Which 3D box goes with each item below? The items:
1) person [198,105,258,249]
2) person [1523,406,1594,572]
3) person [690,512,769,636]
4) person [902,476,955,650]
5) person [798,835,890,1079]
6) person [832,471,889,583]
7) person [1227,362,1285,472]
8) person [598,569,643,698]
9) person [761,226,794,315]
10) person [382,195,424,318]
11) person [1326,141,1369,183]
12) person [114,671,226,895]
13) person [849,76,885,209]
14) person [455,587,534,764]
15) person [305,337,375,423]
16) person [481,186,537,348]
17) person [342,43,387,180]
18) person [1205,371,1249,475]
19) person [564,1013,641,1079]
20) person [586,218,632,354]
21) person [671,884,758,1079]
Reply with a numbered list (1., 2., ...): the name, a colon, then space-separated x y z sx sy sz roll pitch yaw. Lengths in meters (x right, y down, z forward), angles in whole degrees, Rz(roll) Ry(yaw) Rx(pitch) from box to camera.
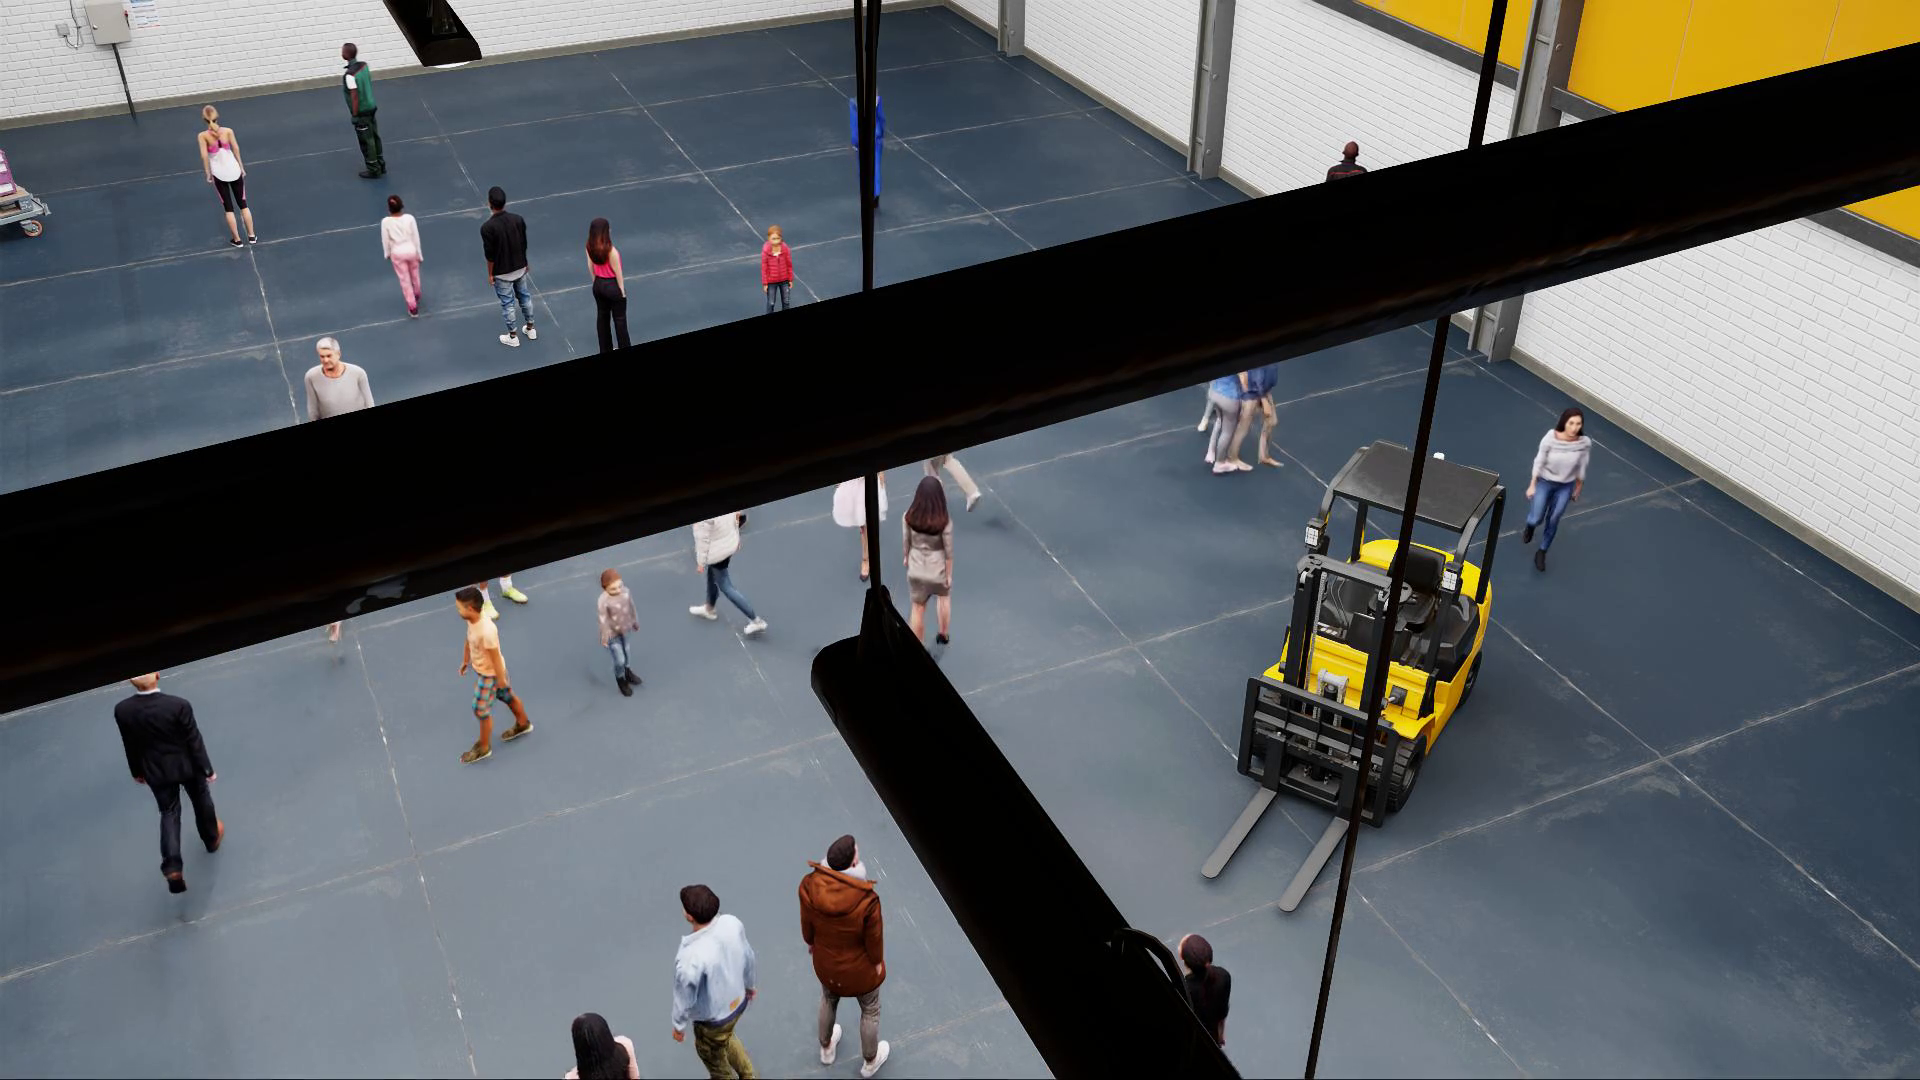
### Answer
1. person: -9.088 -4.511 20.613 0.642 1.787 0.574 -21 39 -29
2. person: 5.246 -0.507 14.738 0.798 1.622 0.864 5 34 7
3. person: -1.947 0.095 13.843 1.126 1.610 1.028 14 36 20
4. person: -0.279 0.315 13.409 0.812 1.725 0.880 6 34 10
5. person: -0.686 2.509 10.010 0.828 1.833 0.894 13 36 19
6. person: -0.852 -0.487 14.549 0.878 1.798 1.013 1 34 1
7. person: 2.749 -1.394 16.020 0.913 1.682 0.846 13 36 19
8. person: -2.778 0.699 13.323 0.600 1.179 0.582 25 41 33
9. person: -2.047 -2.915 18.639 0.524 1.313 0.508 -10 35 -15
10. person: -6.350 -3.244 19.042 0.560 1.417 0.880 -16 37 -23
11. person: 4.491 -3.797 19.504 0.797 1.825 0.805 4 34 6
12. person: -5.423 1.613 11.404 0.885 1.783 1.157 -5 34 -8
13. person: -1.181 -5.185 21.735 0.870 1.668 1.222 -3 34 -5
14. person: -3.520 0.957 12.703 0.680 1.437 0.825 -20 39 -28
15. person: -5.618 -1.007 15.230 0.787 1.911 0.712 -7 34 -10
16. person: -4.977 -3.023 18.351 0.731 1.814 0.769 29 43 36
17. person: -8.095 -5.832 22.553 0.844 1.840 0.734 4 34 5
18. person: 2.520 -1.355 16.036 0.698 1.599 0.537 -18 38 -25
19. person: -1.856 3.256 9.026 1.246 1.679 1.029 21 39 28
20. person: -3.796 -2.711 18.019 0.637 1.660 0.724 17 37 23
21. person: -1.344 2.760 9.671 0.856 1.792 0.825 15 37 22
